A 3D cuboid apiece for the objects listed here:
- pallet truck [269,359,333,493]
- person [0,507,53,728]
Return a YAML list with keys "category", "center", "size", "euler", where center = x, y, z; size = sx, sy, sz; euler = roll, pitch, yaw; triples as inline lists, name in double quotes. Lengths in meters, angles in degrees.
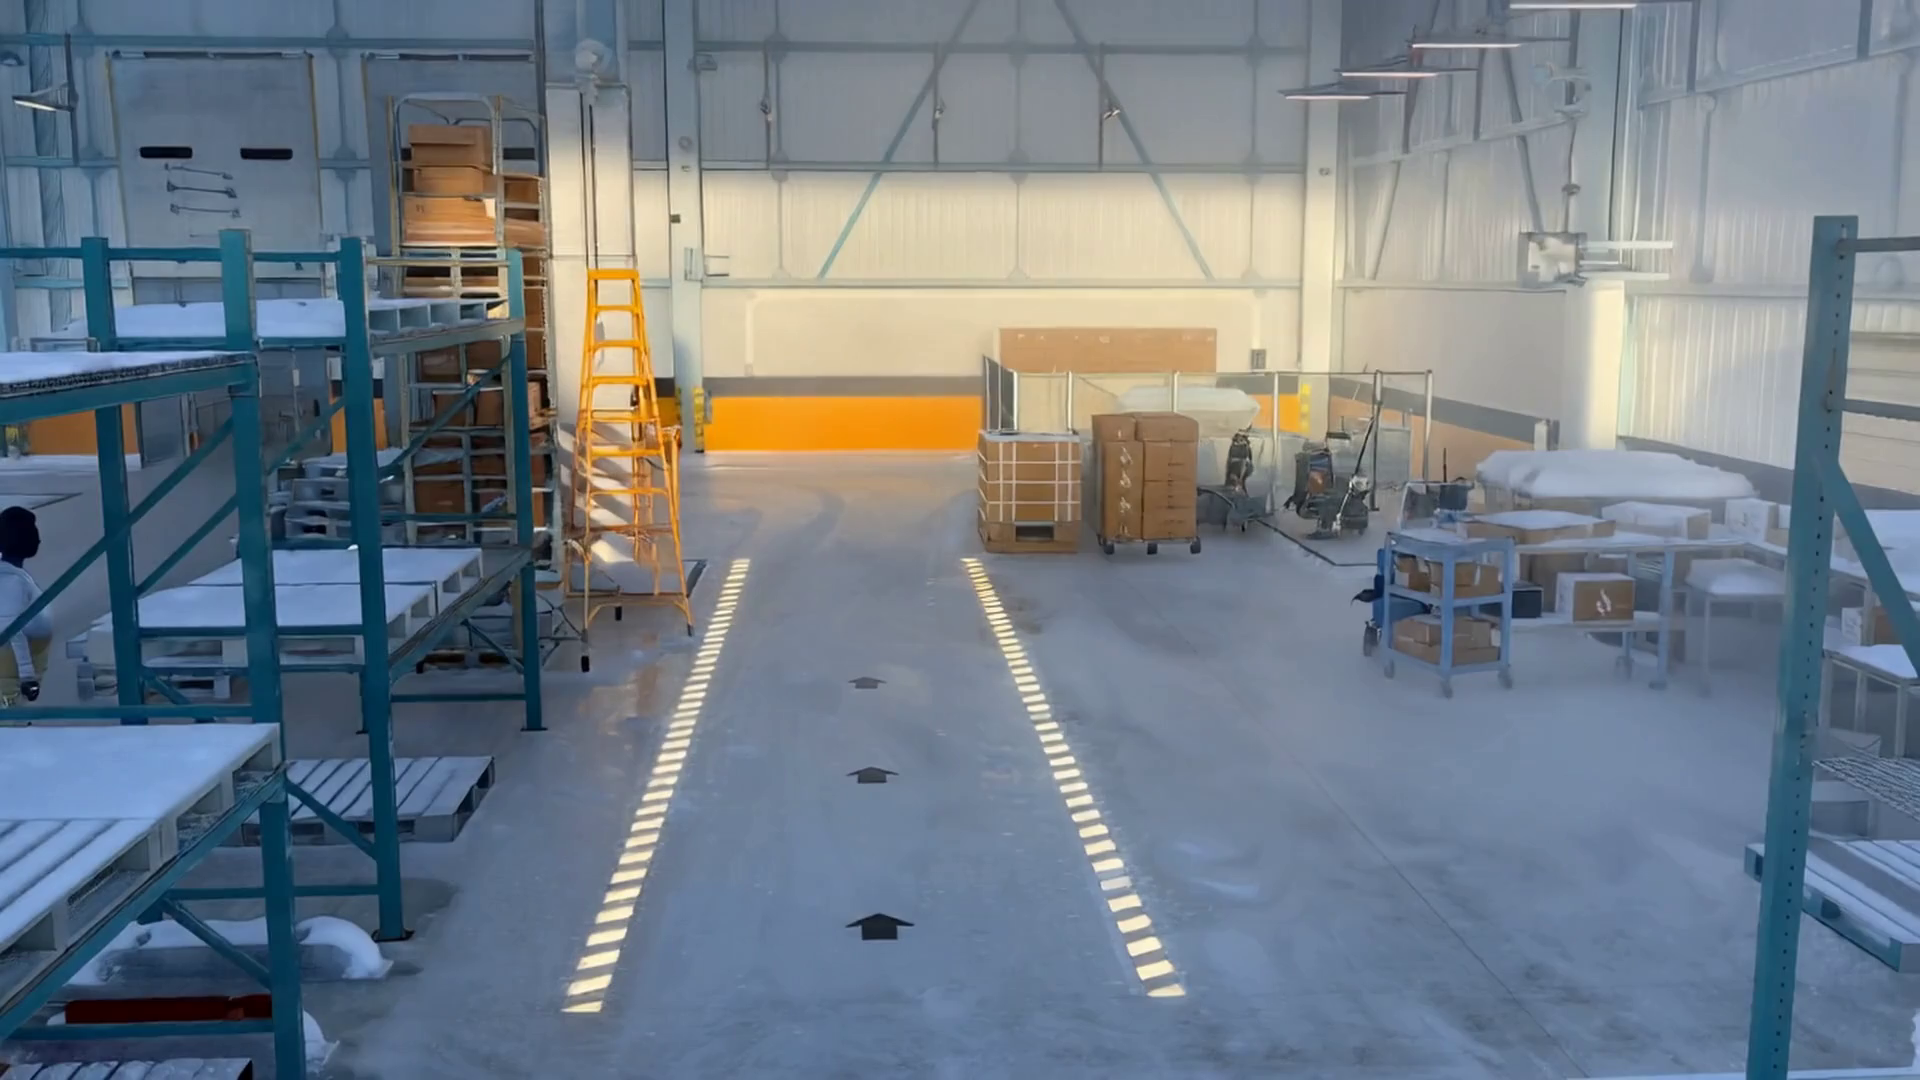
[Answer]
- category: "pallet truck"
  center: [-7.062, -1.131, 18.996]
  size: [1.885, 1.965, 0.823]
  euler: [2, 9, 13]
- category: "person"
  center: [-4.893, 0.670, 8.664]
  size: [0.321, 1.689, 0.530]
  euler: [-5, 10, -29]
